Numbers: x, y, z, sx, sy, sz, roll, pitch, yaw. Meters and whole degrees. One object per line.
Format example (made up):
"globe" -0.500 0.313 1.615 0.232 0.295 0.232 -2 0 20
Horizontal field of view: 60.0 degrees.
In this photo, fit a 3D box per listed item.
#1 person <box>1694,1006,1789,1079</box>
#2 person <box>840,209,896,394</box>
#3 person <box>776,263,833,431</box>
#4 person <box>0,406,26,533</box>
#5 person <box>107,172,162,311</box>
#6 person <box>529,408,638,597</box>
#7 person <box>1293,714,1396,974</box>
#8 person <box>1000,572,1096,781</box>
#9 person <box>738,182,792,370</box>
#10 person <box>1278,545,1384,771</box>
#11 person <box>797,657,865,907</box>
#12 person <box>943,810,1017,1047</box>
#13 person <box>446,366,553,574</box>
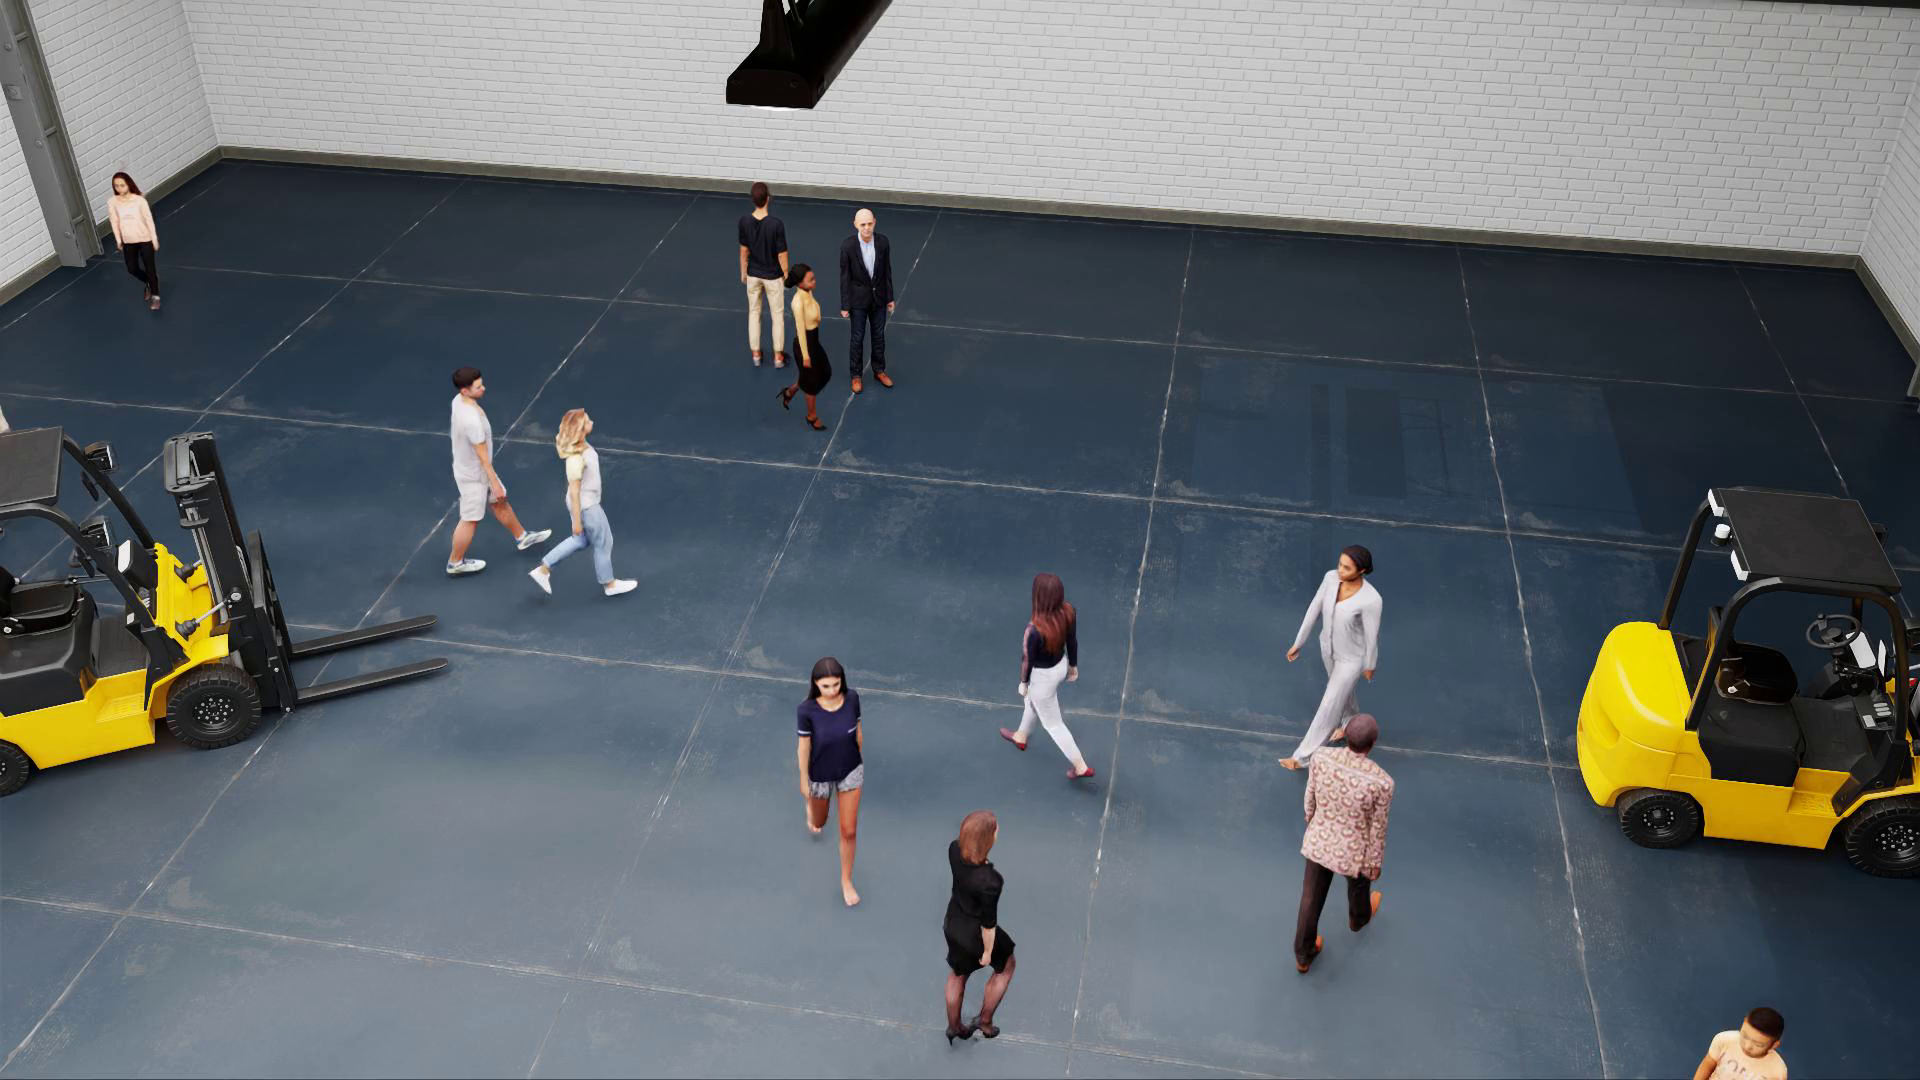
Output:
"person" 3.913 2.831 8.390 0.989 1.440 0.853 -28 43 -35
"person" -0.876 -2.291 15.771 0.779 1.799 0.777 -12 36 -18
"person" -1.446 -1.733 15.074 0.652 1.641 0.712 7 34 11
"person" -8.040 -0.752 13.773 0.643 1.447 0.918 11 35 16
"person" -8.569 -3.149 17.352 0.669 1.476 0.717 -4 34 -6
"person" -2.975 -0.239 12.770 0.968 1.703 1.073 -8 34 -11
"person" 2.164 1.810 9.619 0.979 1.779 1.147 21 39 28
"person" 0.628 0.942 11.112 1.025 1.572 1.091 26 41 33
"person" -1.895 -2.558 16.127 0.632 1.849 0.543 6 34 9
"person" 2.671 0.733 11.313 1.133 1.697 1.111 -18 38 -25
"person" -0.810 1.392 10.281 0.900 1.741 1.088 -12 35 -17
"person" 0.001 2.192 9.123 0.789 1.692 0.732 -24 41 -32
"person" -3.905 -0.510 13.091 1.213 1.800 1.222 -15 36 -21
